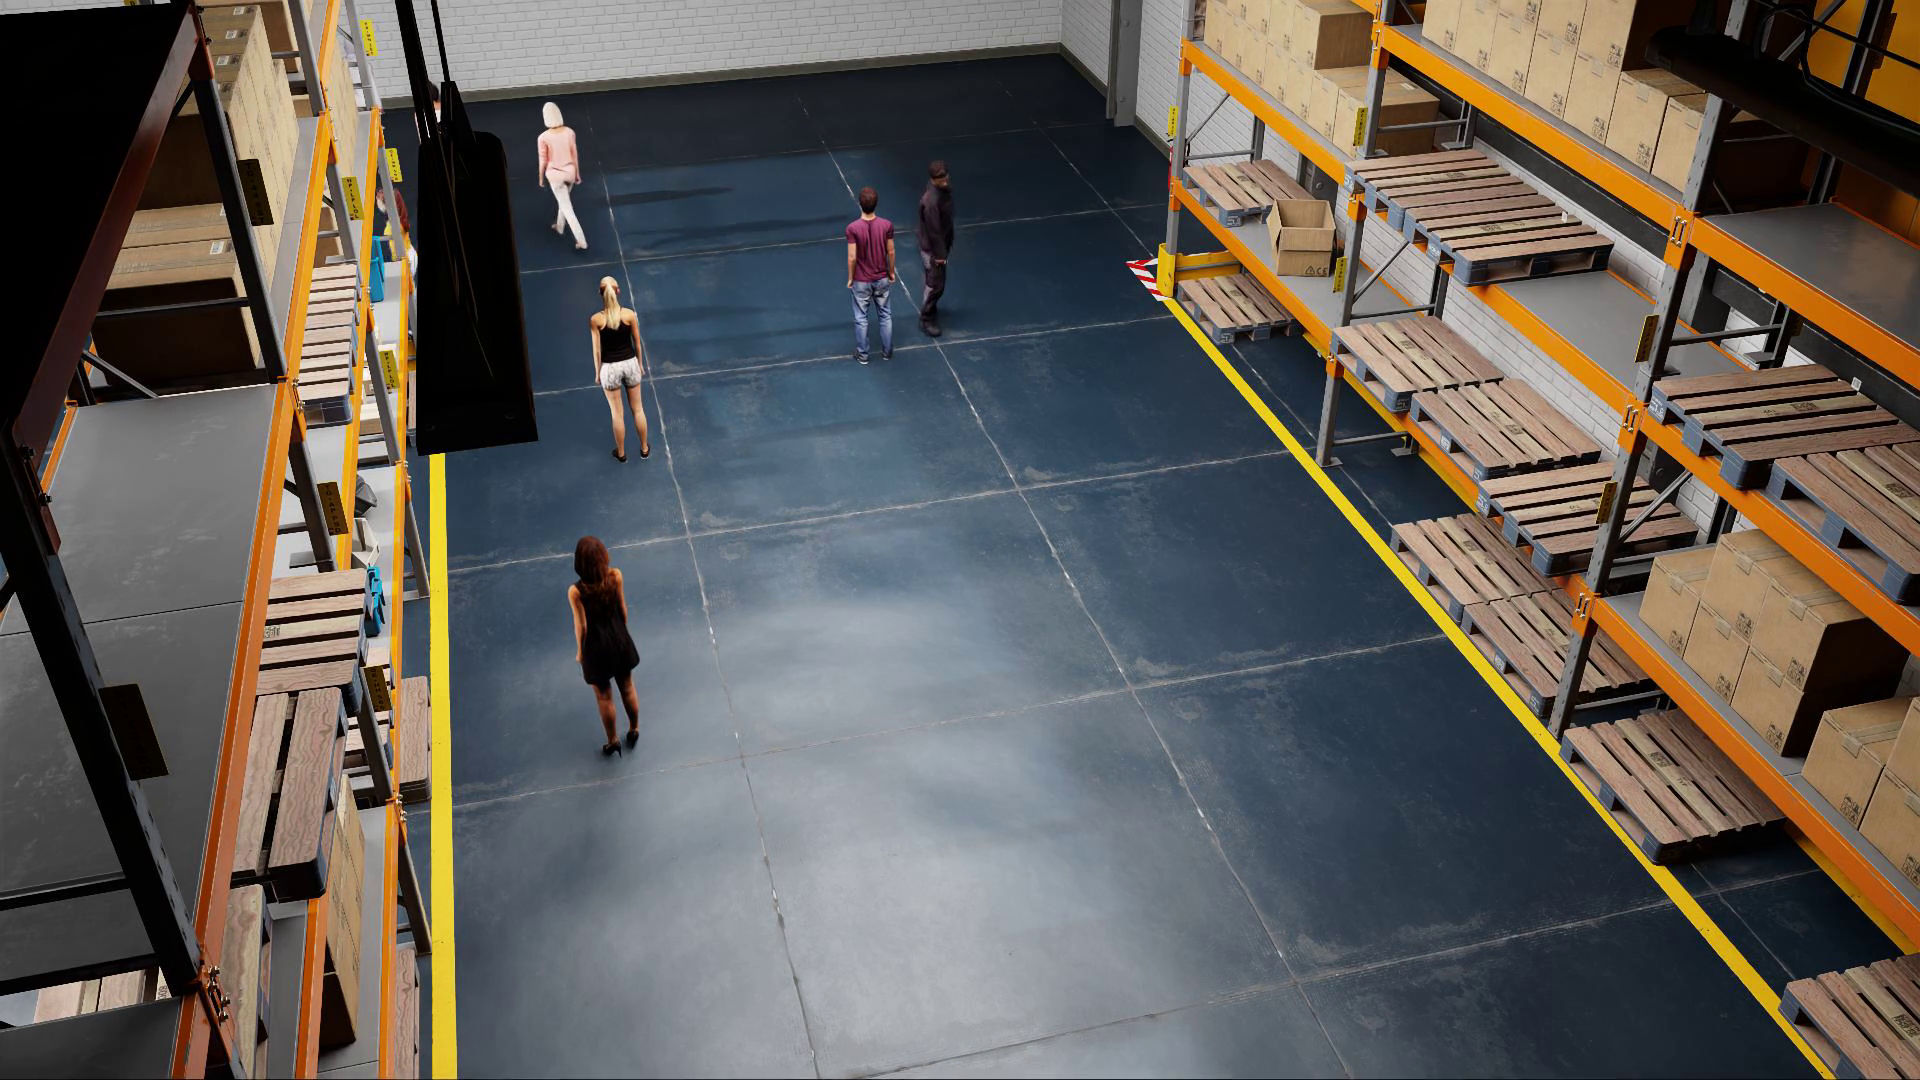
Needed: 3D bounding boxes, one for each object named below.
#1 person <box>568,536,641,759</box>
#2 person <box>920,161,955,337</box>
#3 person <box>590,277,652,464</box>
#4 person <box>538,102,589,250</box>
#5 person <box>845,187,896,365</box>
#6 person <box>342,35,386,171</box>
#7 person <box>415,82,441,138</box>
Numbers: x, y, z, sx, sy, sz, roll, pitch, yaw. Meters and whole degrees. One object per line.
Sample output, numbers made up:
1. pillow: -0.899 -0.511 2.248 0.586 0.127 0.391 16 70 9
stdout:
1. person: -2.482 0.757 11.649 0.661 1.834 0.657 -24 40 -31
2. person: -0.287 -3.128 17.429 1.020 1.906 0.732 -4 34 -5
3. person: -3.092 -1.561 15.126 0.617 1.846 0.545 -11 35 -16
4. person: -4.560 -4.151 19.174 0.931 1.678 1.235 -24 40 -31
5. person: -0.897 -2.666 16.781 0.654 1.855 0.548 -10 35 -14
6. person: -7.582 -5.546 21.185 0.692 1.776 0.714 12 35 17
7. person: -6.218 -4.683 19.971 0.676 1.683 0.634 -13 36 -18
